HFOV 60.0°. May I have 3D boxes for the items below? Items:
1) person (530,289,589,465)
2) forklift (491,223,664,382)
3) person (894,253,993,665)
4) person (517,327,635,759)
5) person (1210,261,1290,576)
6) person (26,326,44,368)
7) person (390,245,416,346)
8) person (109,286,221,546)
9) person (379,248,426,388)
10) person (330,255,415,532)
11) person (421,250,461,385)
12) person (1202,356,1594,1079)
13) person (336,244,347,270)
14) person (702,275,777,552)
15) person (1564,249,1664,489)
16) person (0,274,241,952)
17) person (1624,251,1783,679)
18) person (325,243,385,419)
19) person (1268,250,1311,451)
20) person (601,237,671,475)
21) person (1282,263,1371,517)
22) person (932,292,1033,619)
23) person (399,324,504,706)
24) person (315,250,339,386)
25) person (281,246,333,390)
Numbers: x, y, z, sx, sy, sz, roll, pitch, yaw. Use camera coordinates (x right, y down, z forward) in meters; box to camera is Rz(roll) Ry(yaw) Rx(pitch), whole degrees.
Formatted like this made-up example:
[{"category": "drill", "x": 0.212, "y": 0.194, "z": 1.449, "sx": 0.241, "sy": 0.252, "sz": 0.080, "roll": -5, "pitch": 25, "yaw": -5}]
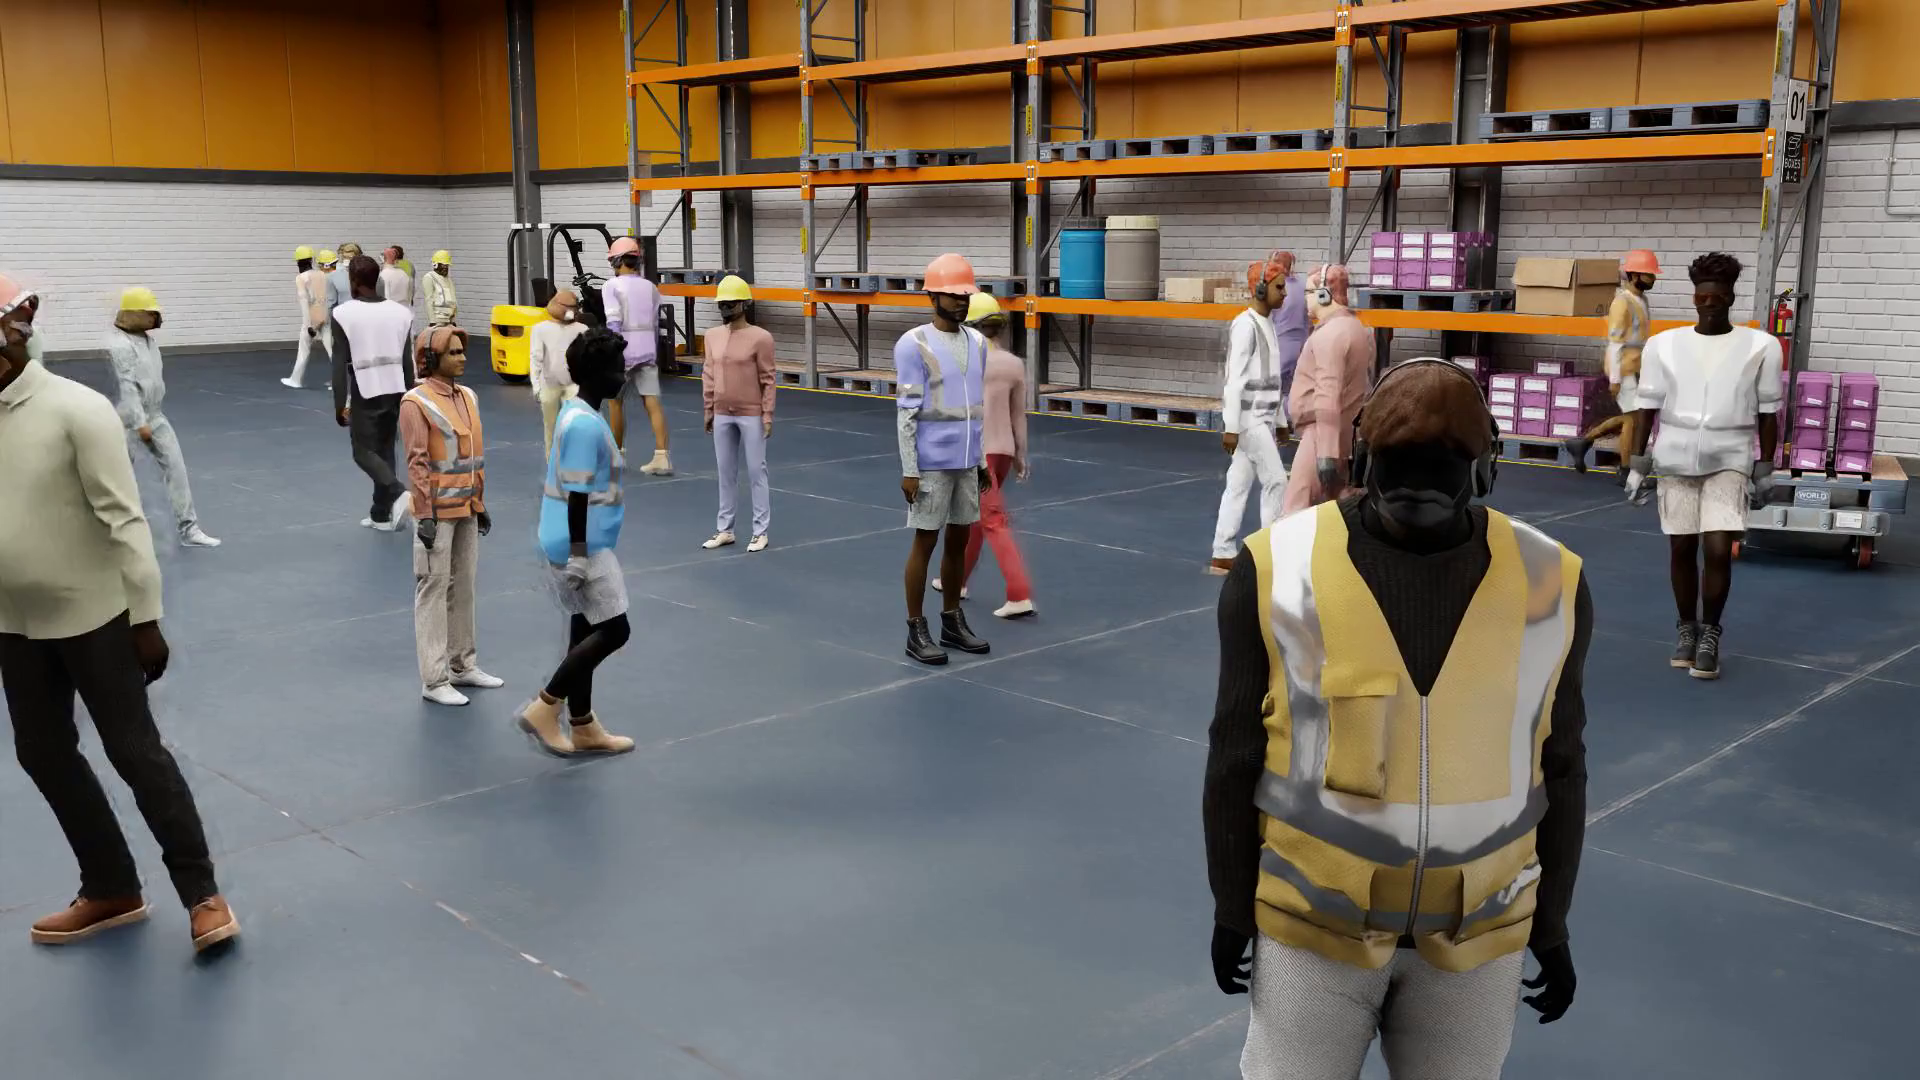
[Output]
[{"category": "person", "x": -3.222, "y": -1.229, "z": 13.480, "sx": 0.514, "sy": 1.578, "sz": 0.878, "roll": -4, "pitch": 11, "yaw": -23}, {"category": "forklift", "x": -5.316, "y": -3.263, "z": 22.920, "sx": 2.313, "sy": 2.155, "sz": 1.214, "roll": -10, "pitch": 14, "yaw": -44}, {"category": "person", "x": -0.050, "y": -0.383, "z": 7.917, "sx": 0.552, "sy": 1.935, "sz": 0.368, "roll": -10, "pitch": 14, "yaw": -43}, {"category": "person", "x": -1.448, "y": 0.024, "z": 6.384, "sx": 0.397, "sy": 1.677, "sz": 0.528, "roll": -3, "pitch": 11, "yaw": -17}, {"category": "person", "x": 1.821, "y": -0.677, "z": 9.693, "sx": 0.775, "sy": 1.861, "sz": 0.591, "roll": 4, "pitch": 11, "yaw": 21}, {"category": "person", "x": -7.436, "y": -1.151, "z": 12.981, "sx": 0.531, "sy": 1.605, "sz": 0.395, "roll": -3, "pitch": 11, "yaw": -13}, {"category": "person", "x": -9.800, "y": -4.212, "z": 29.053, "sx": 0.429, "sy": 1.847, "sz": 0.627, "roll": 6, "pitch": 12, "yaw": 29}, {"category": "person", "x": -5.341, "y": -0.785, "z": 10.746, "sx": 0.902, "sy": 1.703, "sz": 0.479, "roll": 1, "pitch": 10, "yaw": 7}, {"category": "person", "x": -7.494, "y": -2.904, "z": 21.902, "sx": 0.991, "sy": 1.855, "sz": 0.643, "roll": 3, "pitch": 11, "yaw": 16}, {"category": "person", "x": -3.916, "y": -0.971, "z": 11.240, "sx": 0.734, "sy": 1.898, "sz": 0.598, "roll": 8, "pitch": 13, "yaw": 38}, {"category": "person", "x": -6.942, "y": -2.964, "z": 22.306, "sx": 0.404, "sy": 1.822, "sz": 0.586, "roll": 3, "pitch": 11, "yaw": 14}, {"category": "person", "x": 0.708, "y": 0.620, "z": 2.726, "sx": 0.620, "sy": 1.837, "sz": 0.429, "roll": 1, "pitch": 10, "yaw": 4}, {"category": "person", "x": -9.724, "y": -3.766, "z": 26.494, "sx": 0.647, "sy": 1.898, "sz": 1.013, "roll": 1, "pitch": 10, "yaw": 6}, {"category": "person", "x": -1.423, "y": -0.803, "z": 10.671, "sx": 0.526, "sy": 1.769, "sz": 0.328, "roll": 5, "pitch": 11, "yaw": 24}, {"category": "person", "x": 5.290, "y": -1.377, "z": 13.394, "sx": 0.702, "sy": 1.917, "sz": 0.567, "roll": 8, "pitch": 13, "yaw": 37}, {"category": "person", "x": -2.484, "y": 0.215, "z": 4.659, "sx": 0.790, "sy": 1.941, "sz": 0.425, "roll": 3, "pitch": 11, "yaw": 18}, {"category": "person", "x": 3.379, "y": -0.334, "z": 7.615, "sx": 0.618, "sy": 1.939, "sz": 0.664, "roll": 6, "pitch": 12, "yaw": 31}, {"category": "person", "x": -6.664, "y": -2.306, "z": 18.405, "sx": 0.630, "sy": 1.936, "sz": 0.369, "roll": -3, "pitch": 11, "yaw": -14}, {"category": "person", "x": 2.868, "y": -1.629, "z": 14.837, "sx": 0.657, "sy": 1.894, "sz": 0.485, "roll": -10, "pitch": 14, "yaw": -43}, {"category": "person", "x": -2.793, "y": -1.552, "z": 14.111, "sx": 0.946, "sy": 1.991, "sz": 0.637, "roll": 9, "pitch": 14, "yaw": 41}, {"category": "person", "x": 1.909, "y": -0.533, "z": 8.914, "sx": 0.823, "sy": 1.869, "sz": 0.670, "roll": 5, "pitch": 12, "yaw": 27}, {"category": "person", "x": 0.119, "y": -0.459, "z": 8.921, "sx": 0.533, "sy": 1.719, "sz": 0.901, "roll": -10, "pitch": 14, "yaw": -42}, {"category": "person", "x": -2.231, "y": -0.112, "z": 7.251, "sx": 0.307, "sy": 1.640, "sz": 0.514, "roll": 2, "pitch": 11, "yaw": 13}, {"category": "person", "x": -8.494, "y": -3.006, "z": 22.531, "sx": 0.403, "sy": 1.826, "sz": 0.592, "roll": -2, "pitch": 11, "yaw": -9}, {"category": "person", "x": -8.478, "y": -2.893, "z": 21.789, "sx": 0.984, "sy": 1.868, "sz": 0.589, "roll": 4, "pitch": 11, "yaw": 22}]
